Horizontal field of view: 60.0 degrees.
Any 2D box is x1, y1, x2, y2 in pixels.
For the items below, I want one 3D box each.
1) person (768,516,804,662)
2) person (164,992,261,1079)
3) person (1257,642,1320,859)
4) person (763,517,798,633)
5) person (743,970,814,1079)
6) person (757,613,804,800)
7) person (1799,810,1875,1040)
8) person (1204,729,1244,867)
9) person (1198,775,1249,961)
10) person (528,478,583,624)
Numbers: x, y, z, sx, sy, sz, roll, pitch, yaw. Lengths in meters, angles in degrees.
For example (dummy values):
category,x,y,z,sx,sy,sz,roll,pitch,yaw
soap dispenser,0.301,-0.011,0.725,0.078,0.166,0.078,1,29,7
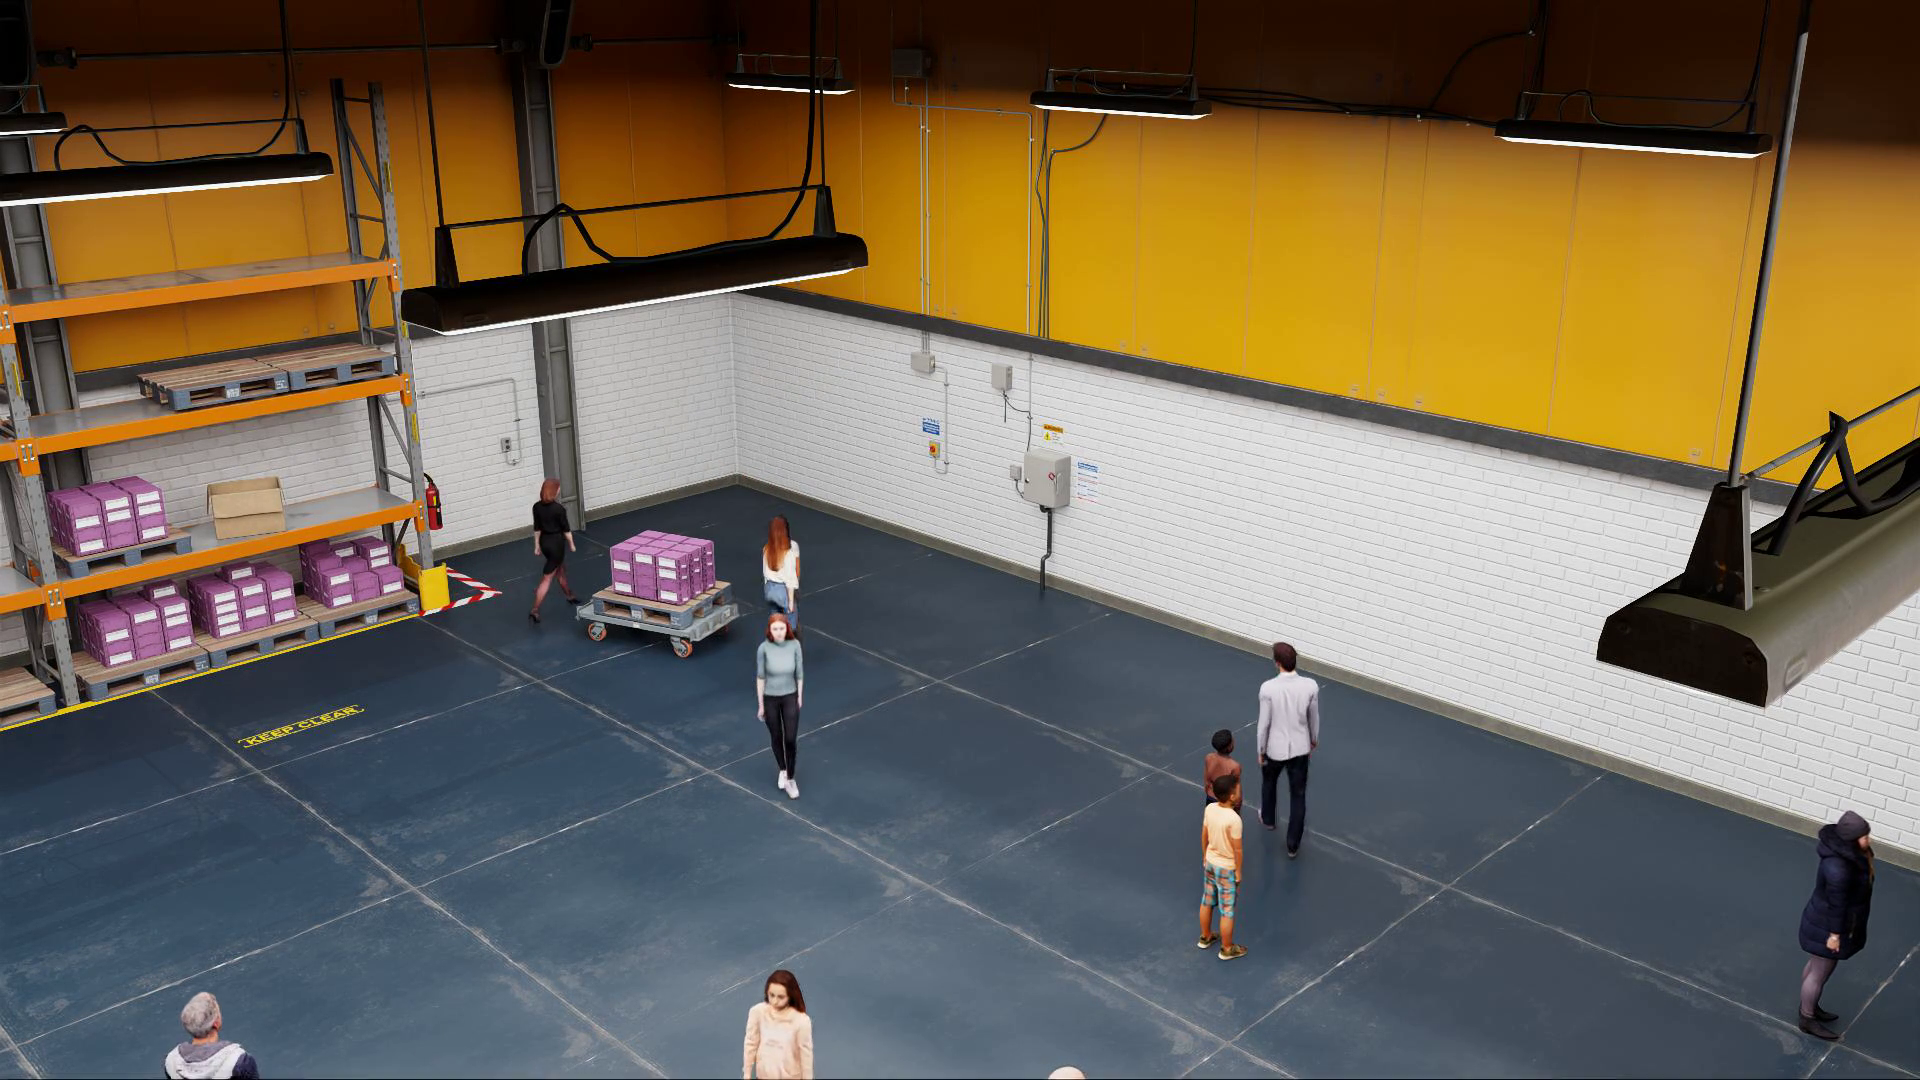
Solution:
category,x,y,z,sx,sy,sz,roll,pitch,yaw
person,-1.895,0.533,17.870,0.514,1.645,0.667,-12,22,-32
person,-4.091,3.379,9.165,1.038,1.808,1.198,4,19,12
person,2.742,1.787,13.883,1.053,1.813,1.124,2,19,5
person,-1.957,0.618,17.513,0.689,1.712,0.867,12,22,31
person,-1.078,3.239,10.136,0.823,1.454,1.046,7,20,21
person,-1.641,1.444,15.042,0.818,1.723,0.856,-3,19,-8
person,6.056,2.644,11.558,0.794,1.674,0.666,10,21,28
person,2.155,2.138,13.717,0.518,1.255,0.474,17,25,41
person,1.967,2.439,12.500,0.509,1.461,0.545,-14,23,-36
person,-4.692,0.169,18.951,0.808,1.645,1.200,9,21,25
